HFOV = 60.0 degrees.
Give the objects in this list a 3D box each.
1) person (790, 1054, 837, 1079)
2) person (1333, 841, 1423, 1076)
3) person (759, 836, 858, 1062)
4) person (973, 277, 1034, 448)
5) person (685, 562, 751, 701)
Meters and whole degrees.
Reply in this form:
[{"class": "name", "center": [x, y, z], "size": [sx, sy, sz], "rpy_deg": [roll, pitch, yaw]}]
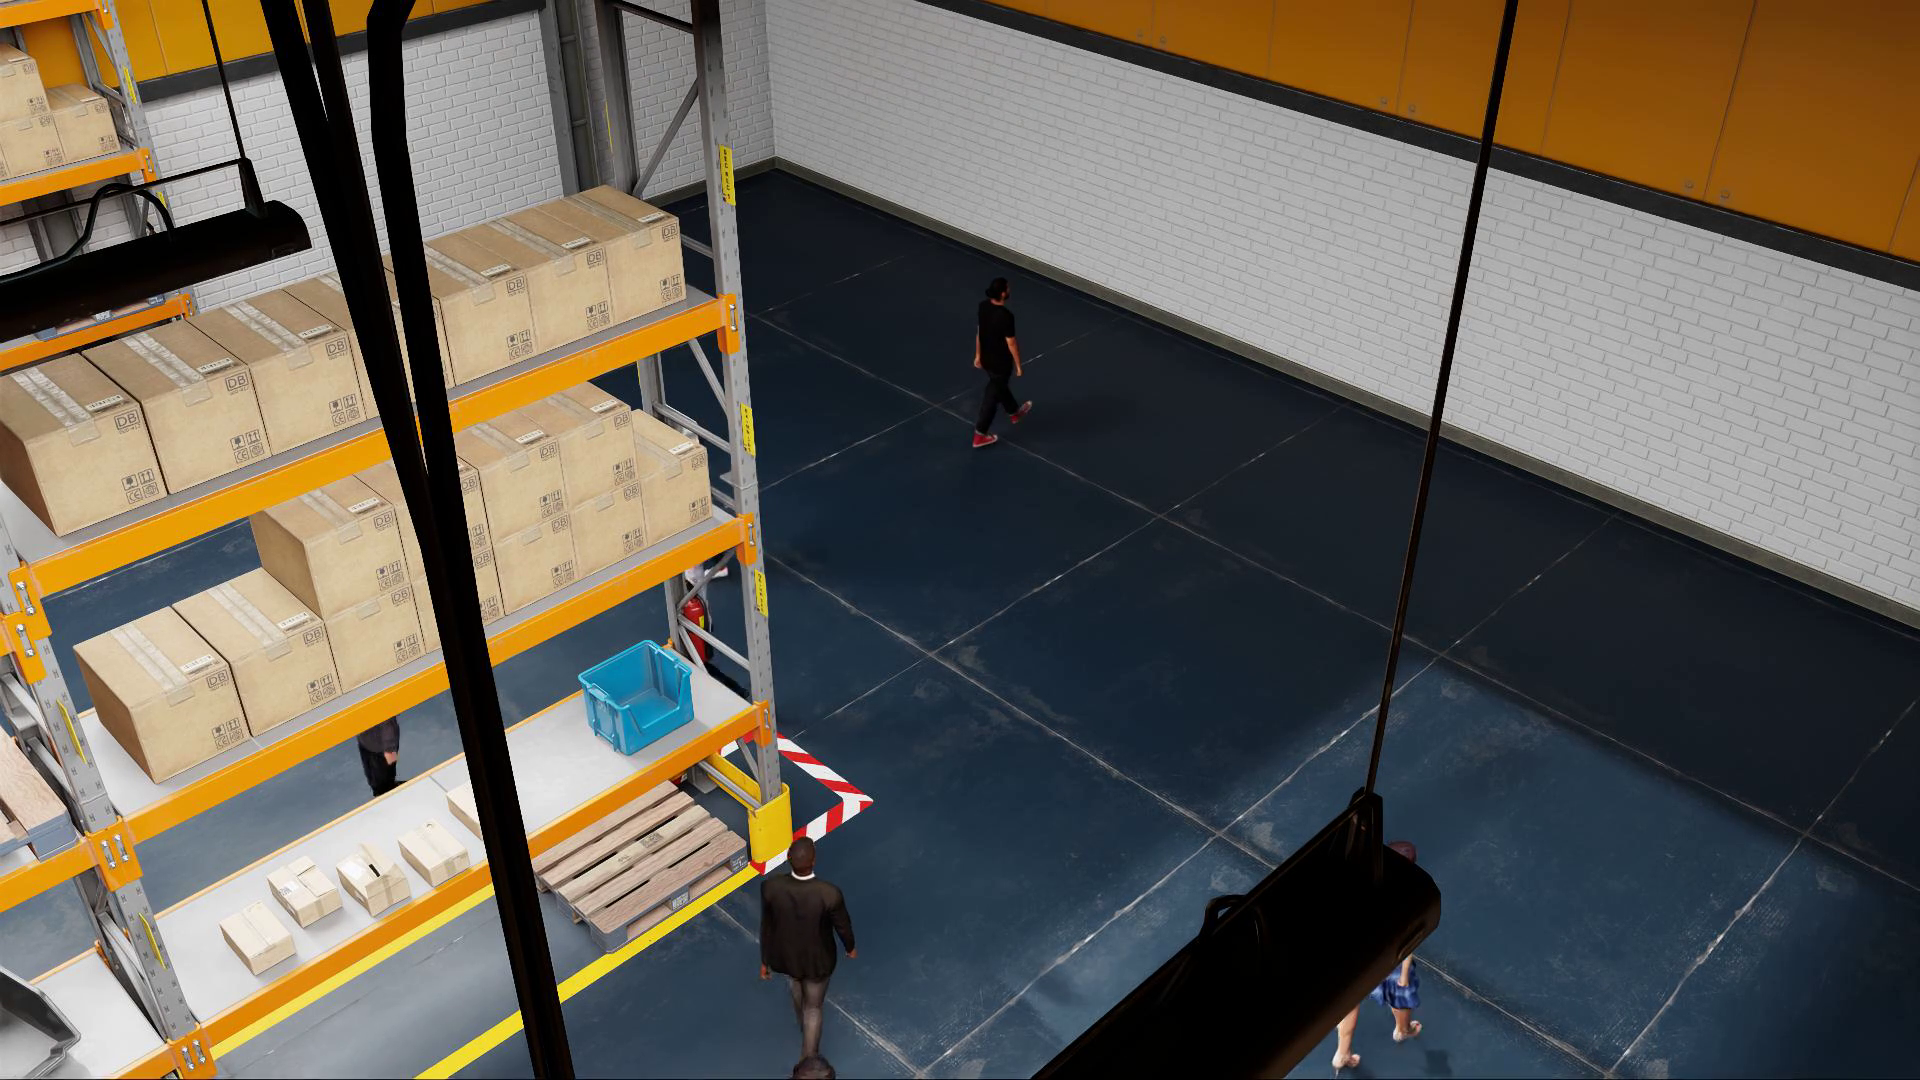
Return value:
[{"class": "person", "center": [-0.772, 3.369, 8.694], "size": [0.781, 1.599, 0.938], "rpy_deg": [10, 35, 15]}, {"class": "person", "center": [2.416, 2.524, 9.800], "size": [0.938, 1.782, 0.685], "rpy_deg": [-25, 41, -33]}, {"class": "person", "center": [-0.933, 2.530, 9.794], "size": [0.960, 1.779, 1.052], "rpy_deg": [5, 34, 8]}, {"class": "person", "center": [0.296, -1.699, 16.212], "size": [1.129, 1.717, 0.768], "rpy_deg": [-22, 40, -30]}, {"class": "person", "center": [-1.917, 0.691, 12.499], "size": [1.009, 1.846, 0.944], "rpy_deg": [-1, 34, -1]}]
